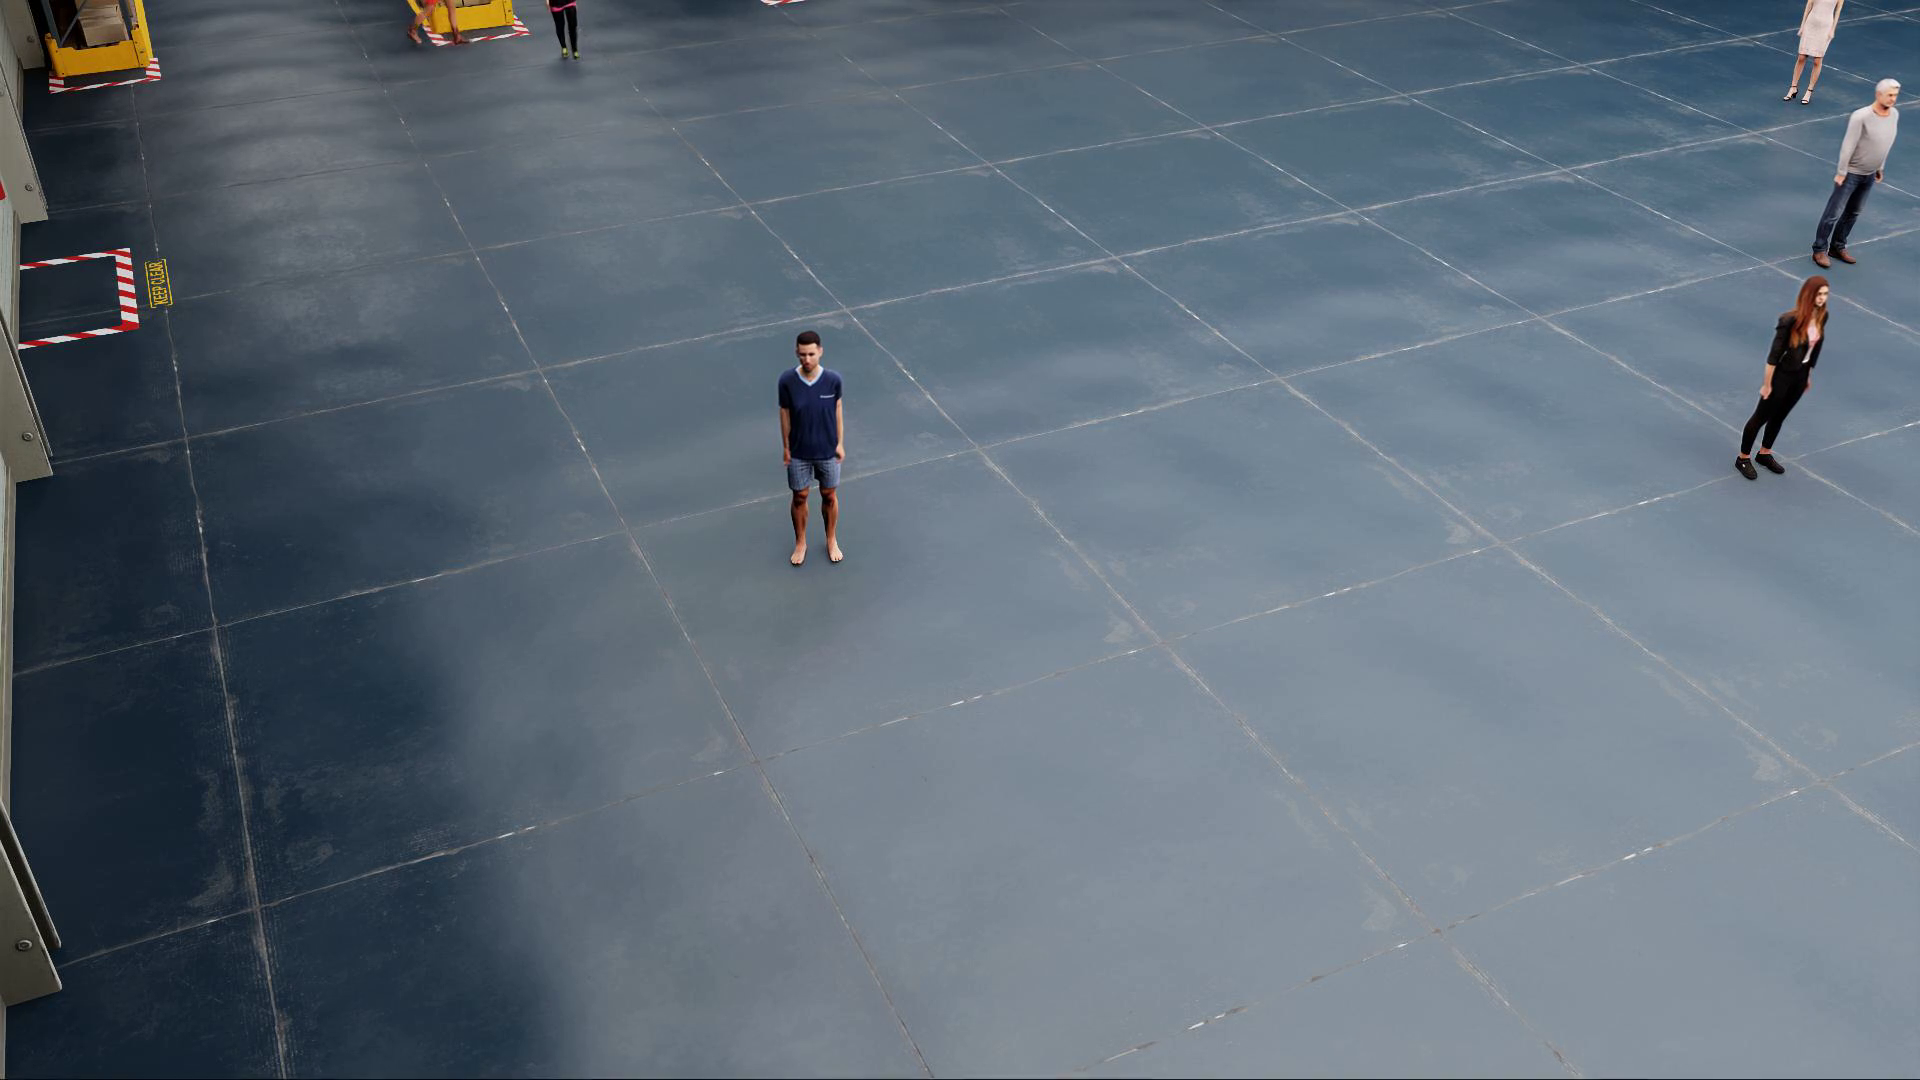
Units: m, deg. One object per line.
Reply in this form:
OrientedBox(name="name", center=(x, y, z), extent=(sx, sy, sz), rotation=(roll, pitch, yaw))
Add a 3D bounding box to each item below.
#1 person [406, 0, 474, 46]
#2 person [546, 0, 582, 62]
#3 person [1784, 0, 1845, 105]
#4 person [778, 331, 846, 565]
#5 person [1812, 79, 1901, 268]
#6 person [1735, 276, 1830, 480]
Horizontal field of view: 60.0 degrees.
OrientedBox(name="person", center=(-7.346, -7.647, 22.964), extent=(0.977, 1.669, 1.156), rotation=(0, 33, 0))
OrientedBox(name="person", center=(-5.418, -7.336, 22.612), extent=(0.661, 1.532, 0.862), rotation=(-7, 34, -11))
OrientedBox(name="person", center=(10.810, -6.424, 20.936), extent=(0.569, 1.829, 0.705), rotation=(27, 41, 35))
OrientedBox(name="person", center=(-1.072, -0.686, 12.093), extent=(0.684, 1.850, 0.664), rotation=(-4, 33, -6))
OrientedBox(name="person", center=(9.004, -3.695, 16.667), extent=(0.759, 1.909, 0.662), rotation=(-10, 34, -15))
OrientedBox(name="person", center=(6.550, -1.308, 13.178), extent=(0.629, 1.711, 0.567), rotation=(-10, 34, -15))
